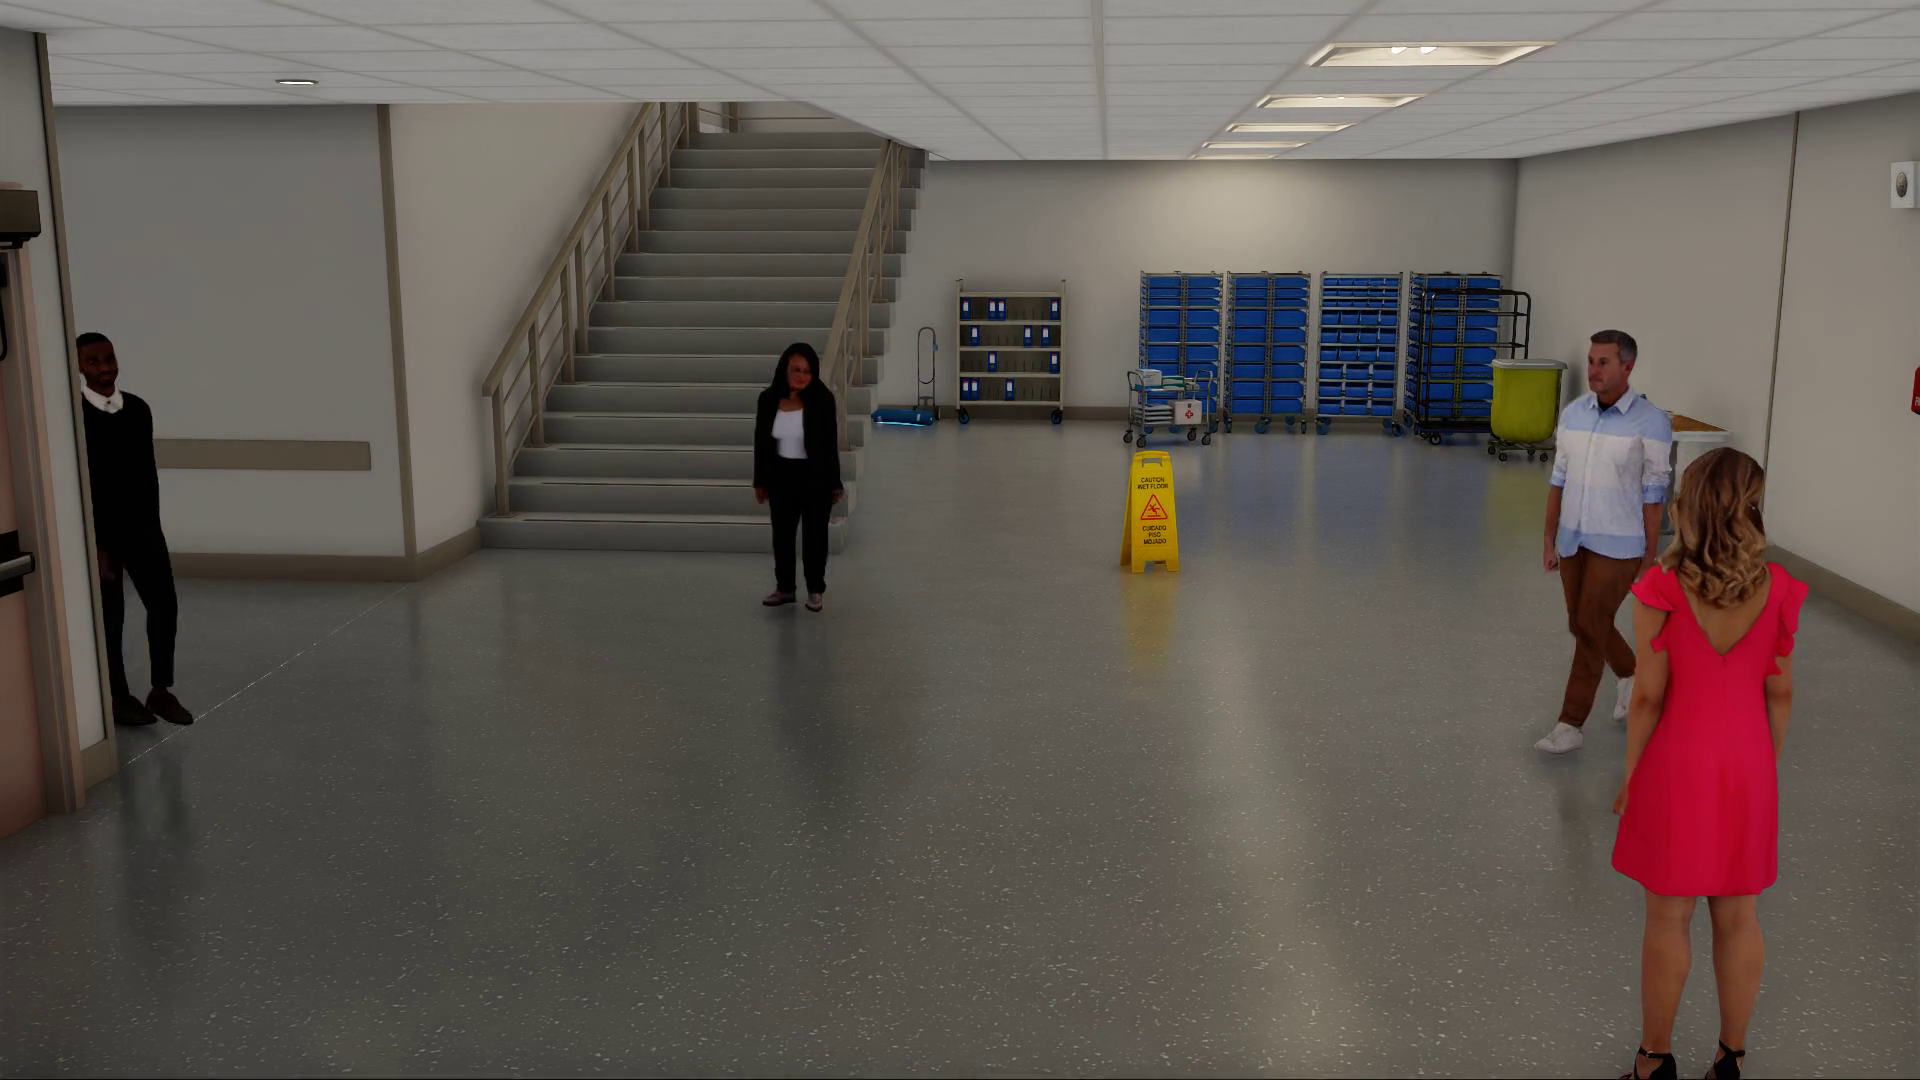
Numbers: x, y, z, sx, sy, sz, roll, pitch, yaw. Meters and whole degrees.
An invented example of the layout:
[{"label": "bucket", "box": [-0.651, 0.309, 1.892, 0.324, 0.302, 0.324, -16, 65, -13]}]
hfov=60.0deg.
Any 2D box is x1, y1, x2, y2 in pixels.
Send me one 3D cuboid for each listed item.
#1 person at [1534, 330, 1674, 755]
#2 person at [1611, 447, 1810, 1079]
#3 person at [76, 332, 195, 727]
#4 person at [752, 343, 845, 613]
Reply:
[{"label": "person", "box": [2.837, 0.010, 7.238, 1.176, 1.797, 1.175, -7, 13, -33]}, {"label": "person", "box": [1.903, 0.612, 4.248, 0.561, 1.728, 0.520, 1, 11, 5]}, {"label": "person", "box": [-3.864, -0.031, 7.466, 0.864, 1.791, 0.805, 7, 13, 33]}, {"label": "person", "box": [-0.906, -0.351, 9.718, 0.716, 1.581, 0.706, 3, 11, 17]}]
